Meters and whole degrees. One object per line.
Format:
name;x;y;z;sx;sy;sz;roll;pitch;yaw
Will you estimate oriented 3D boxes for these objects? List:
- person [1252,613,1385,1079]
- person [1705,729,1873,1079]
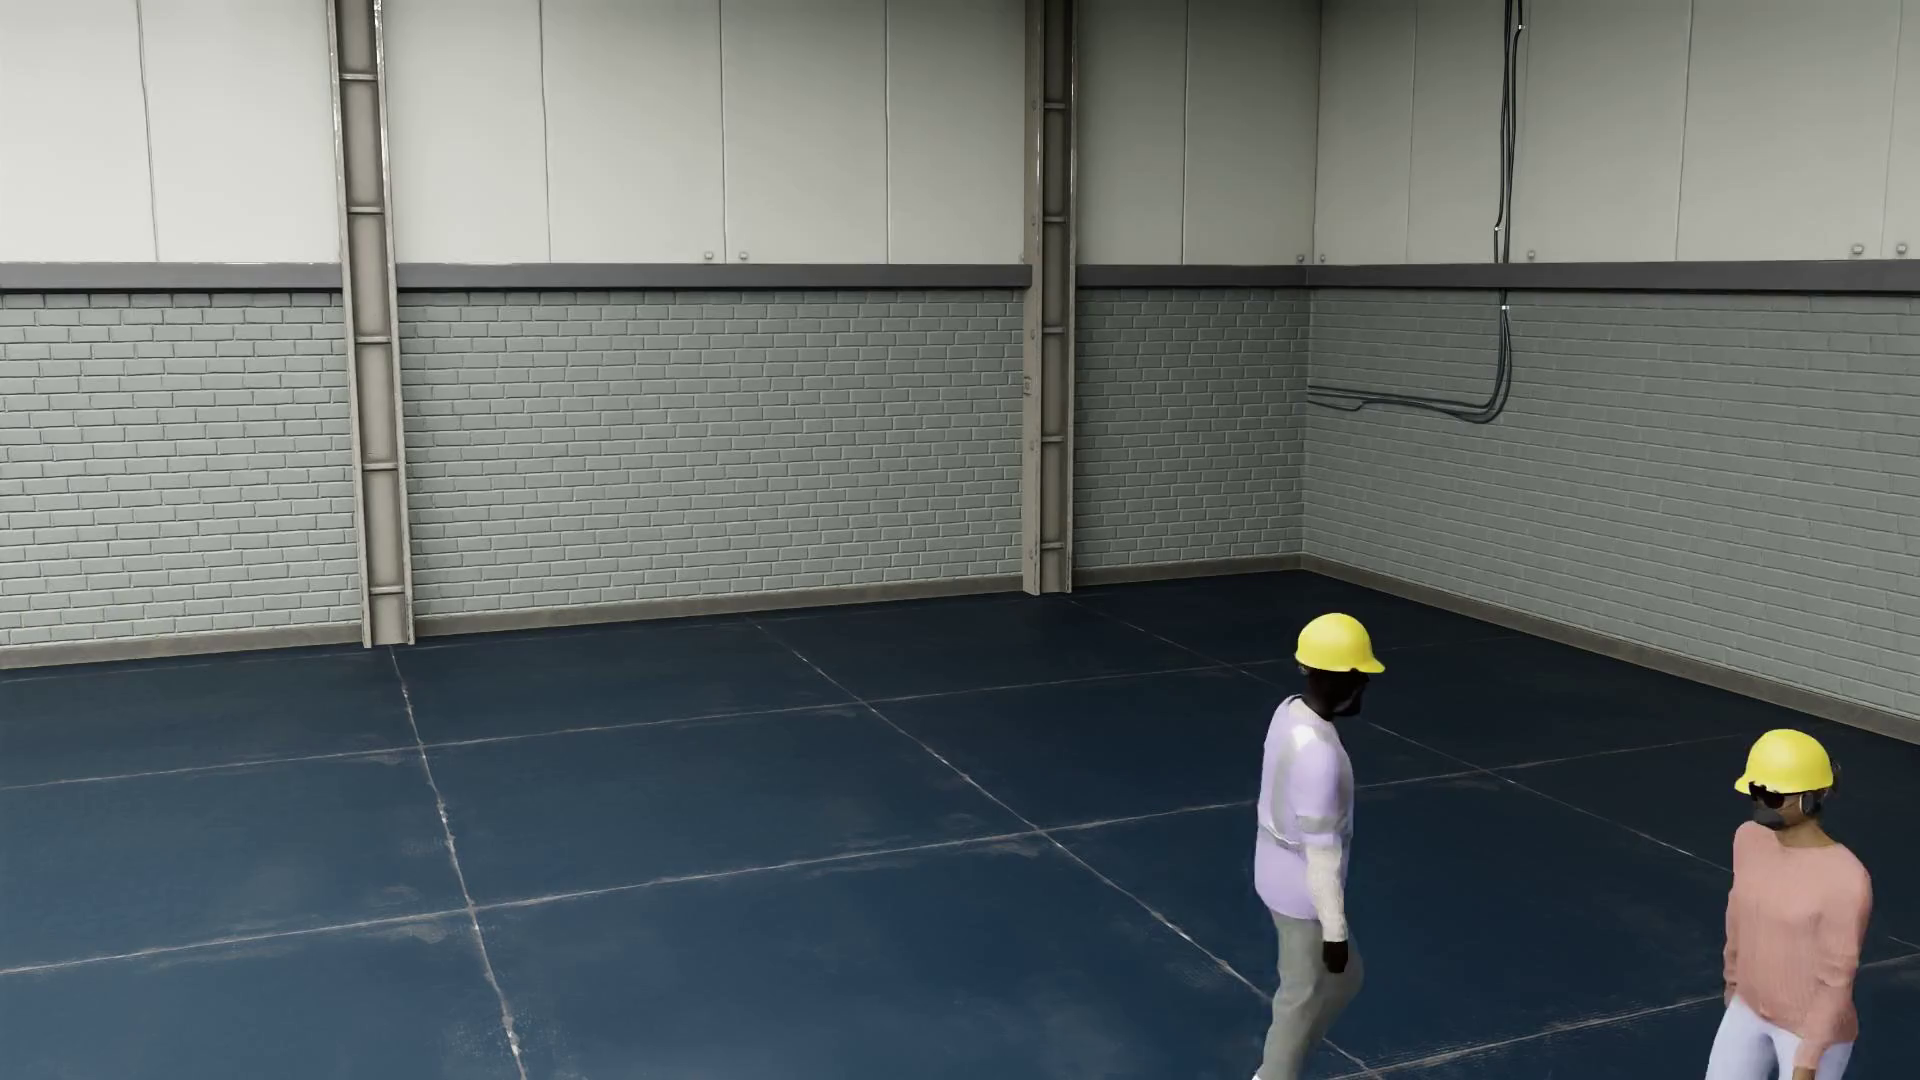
person;1.204;1.185;5.678;0.437;1.909;0.609;1;9;6
person;2.429;1.398;4.869;0.444;1.749;0.524;-3;9;-17
